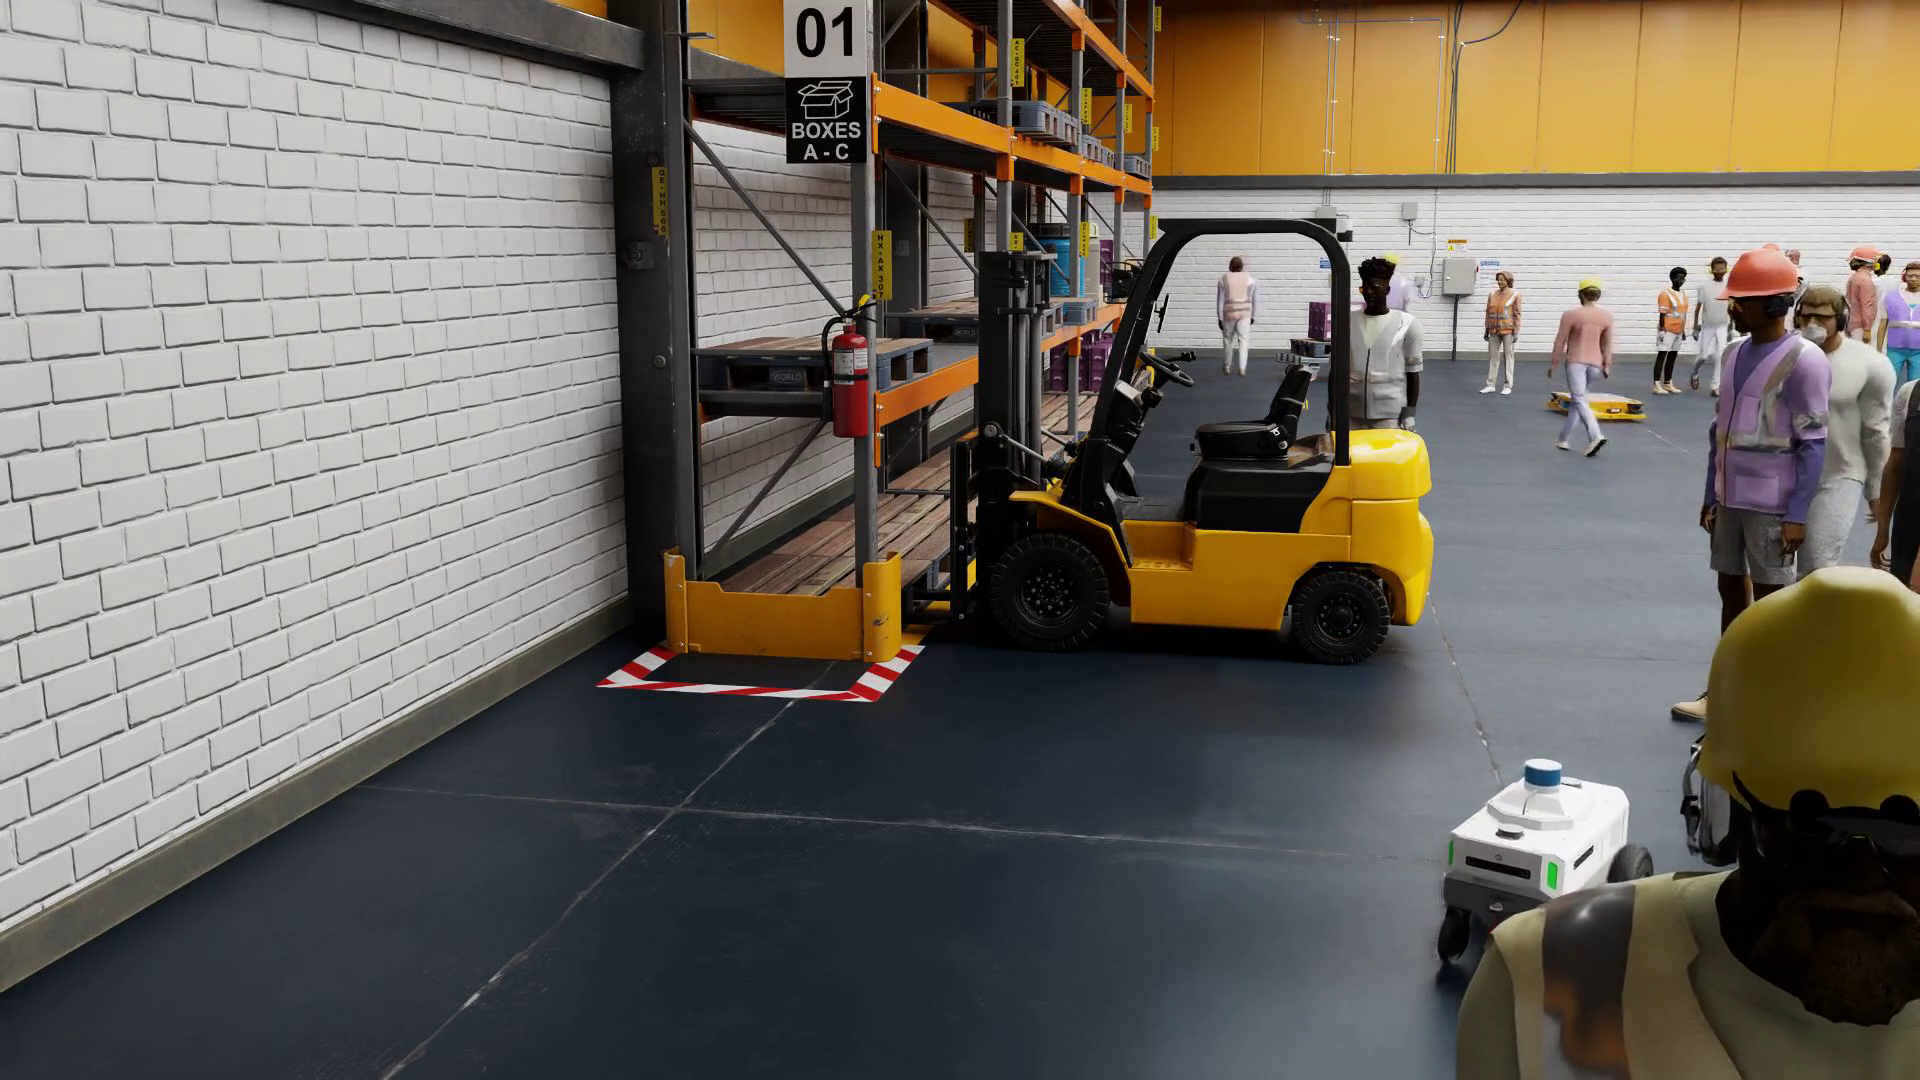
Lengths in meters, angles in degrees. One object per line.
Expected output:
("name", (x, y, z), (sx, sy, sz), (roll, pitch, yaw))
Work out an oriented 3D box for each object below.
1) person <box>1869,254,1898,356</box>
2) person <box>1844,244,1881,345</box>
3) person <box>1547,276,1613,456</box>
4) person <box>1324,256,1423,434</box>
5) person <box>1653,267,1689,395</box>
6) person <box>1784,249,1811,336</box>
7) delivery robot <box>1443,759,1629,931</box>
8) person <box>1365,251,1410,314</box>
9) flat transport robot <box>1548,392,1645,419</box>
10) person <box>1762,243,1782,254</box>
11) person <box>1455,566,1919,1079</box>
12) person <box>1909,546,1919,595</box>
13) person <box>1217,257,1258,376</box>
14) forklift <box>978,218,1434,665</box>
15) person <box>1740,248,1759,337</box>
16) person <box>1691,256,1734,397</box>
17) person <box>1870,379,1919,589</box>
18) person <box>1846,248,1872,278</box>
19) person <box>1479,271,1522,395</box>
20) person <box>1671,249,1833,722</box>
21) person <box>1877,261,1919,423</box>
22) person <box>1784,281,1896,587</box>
("person", (12.212, -2.869, 22.191), (0.565, 1.861, 0.343), (-4, 11, -23))
("person", (10.948, -2.584, 20.231), (0.374, 1.997, 0.613), (2, 10, 9))
("person", (6.043, -1.683, 16.051), (0.564, 1.720, 0.887), (-2, 10, -9))
("person", (2.657, -0.839, 10.751), (0.611, 1.965, 0.362), (5, 12, 27))
("person", (9.460, -2.775, 22.102), (0.537, 1.696, 0.321), (-6, 12, -31))
("person", (12.361, -3.377, 24.834), (0.652, 1.904, 0.402), (-7, 12, -34))
("delivery robot", (1.702, 0.889, 4.892), (0.477, 0.478, 0.707), (8, 13, 37))
("person", (5.684, -2.881, 22.129), (0.588, 1.907, 0.624), (1, 10, 3))
("flat transport robot", (7.429, -1.576, 19.440), (0.652, 0.197, 1.431), (0, 10, 2))
("person", (12.183, -3.475, 25.123), (0.617, 1.994, 0.381), (-9, 14, -42))
("person", (0.706, 0.921, 1.466), (0.594, 1.832, 0.404), (2, 11, 12))
("person", (3.237, 0.191, 5.277), (0.617, 1.903, 0.452), (-9, 14, -41))
("person", (4.187, -3.382, 25.200), (0.622, 1.791, 1.004), (1, 10, 3))
("forklift", (1.285, -0.567, 8.635), (2.313, 2.155, 1.214), (2, 11, 11))
("person", (10.550, -2.903, 22.142), (0.551, 1.935, 0.375), (-8, 13, -38))
("person", (9.941, -2.818, 21.954), (0.515, 1.846, 0.724), (1, 10, 6))
("person", (3.833, -0.003, 6.497), (0.345, 1.846, 0.508), (-7, 13, -35))
("person", (12.533, -3.113, 23.296), (0.355, 1.939, 0.543), (3, 11, 16))
("person", (7.219, -2.756, 22.153), (0.312, 1.642, 0.512), (-8, 13, -39))
("person", (3.277, -0.175, 6.907), (0.394, 2.039, 0.614), (-2, 11, -10))
("person", (9.719, -1.929, 17.064), (0.572, 1.840, 0.373), (5, 12, 27))
("person", (4.128, -0.294, 7.994), (0.648, 1.901, 0.804), (9, 14, 42))
